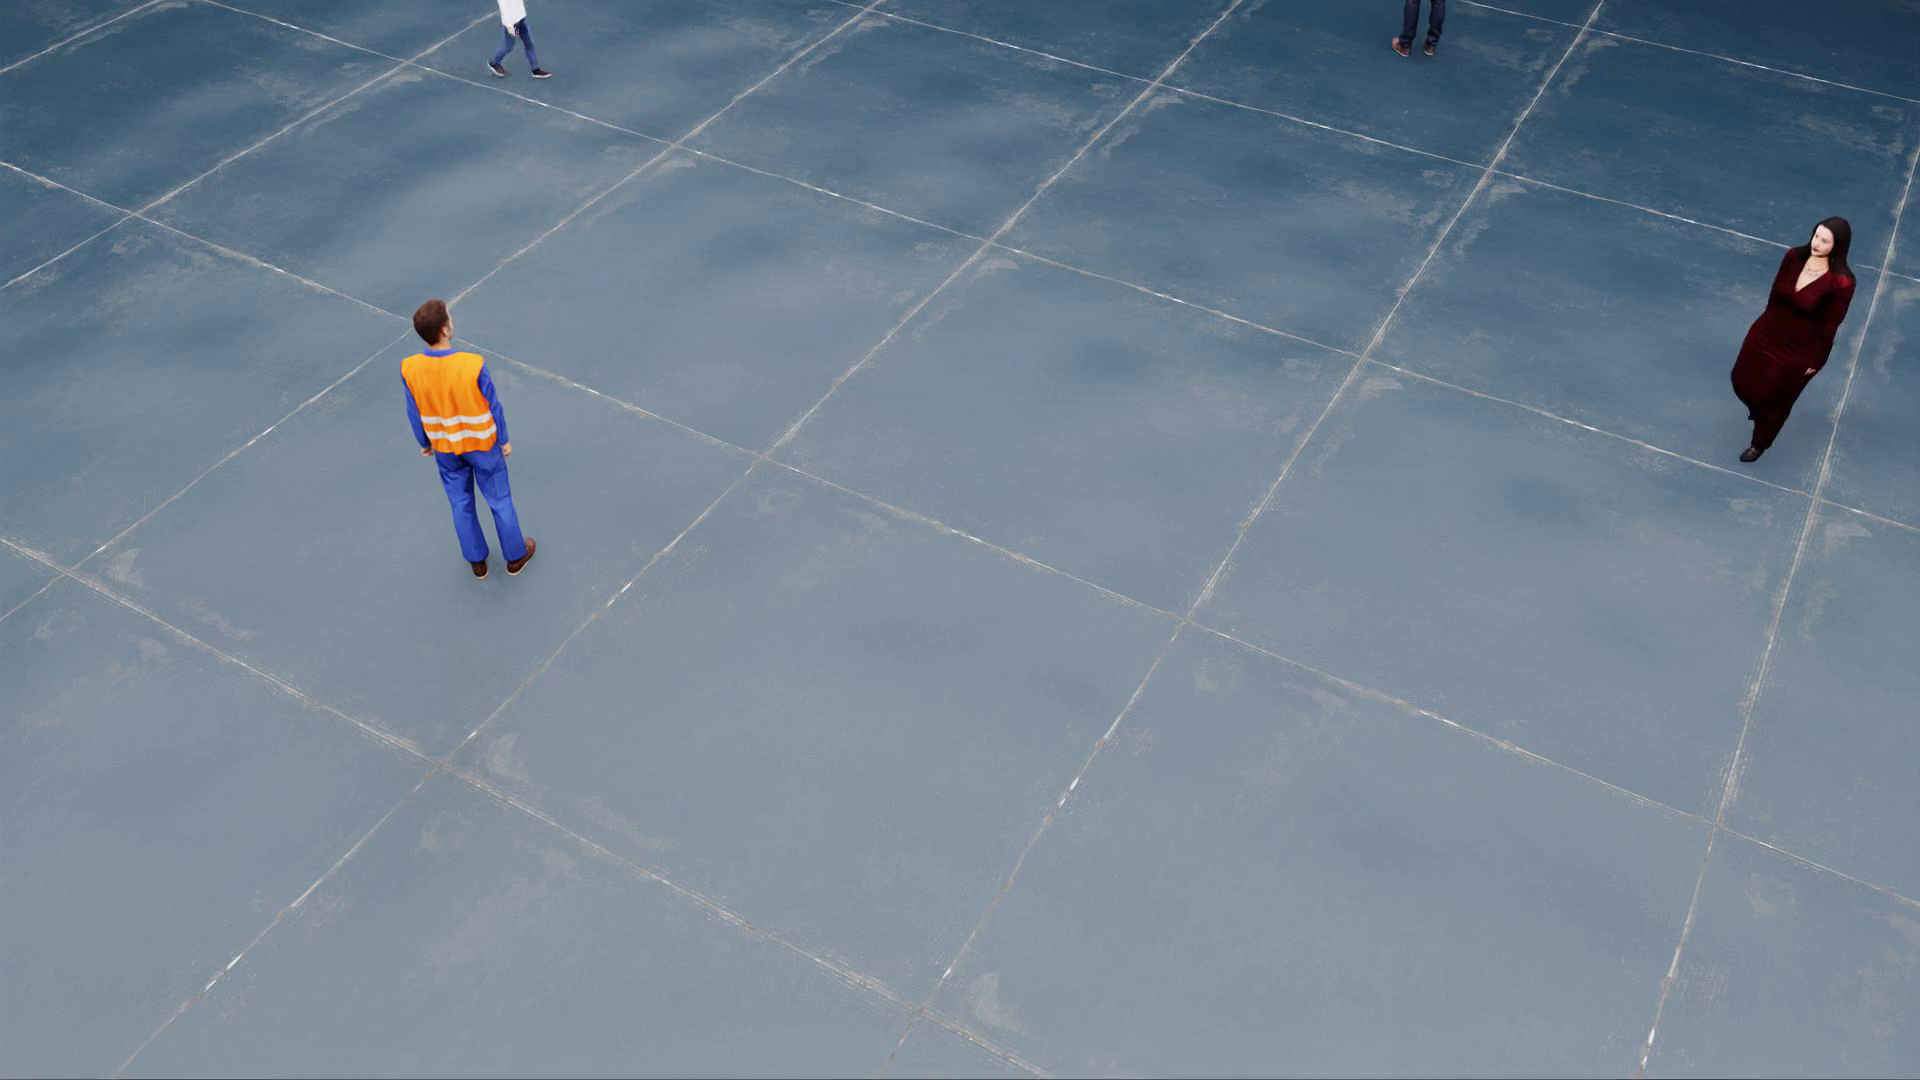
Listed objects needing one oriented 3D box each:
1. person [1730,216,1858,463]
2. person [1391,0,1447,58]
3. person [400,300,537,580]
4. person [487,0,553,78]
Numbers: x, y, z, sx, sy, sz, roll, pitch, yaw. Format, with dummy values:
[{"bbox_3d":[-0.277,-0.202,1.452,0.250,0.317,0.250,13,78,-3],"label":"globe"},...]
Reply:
[{"bbox_3d":[5.210,-1.250,10.304,0.885,1.746,0.824,-23,47,-23],"label":"person"},{"bbox_3d":[4.129,-5.131,14.502,0.875,1.848,0.895,-3,42,-3],"label":"person"},{"bbox_3d":[-2.806,-0.544,9.441,0.784,1.862,0.795,-1,42,-1],"label":"person"},{"bbox_3d":[-3.918,-4.514,14.384,0.655,1.092,0.776,9,43,10],"label":"person"}]
